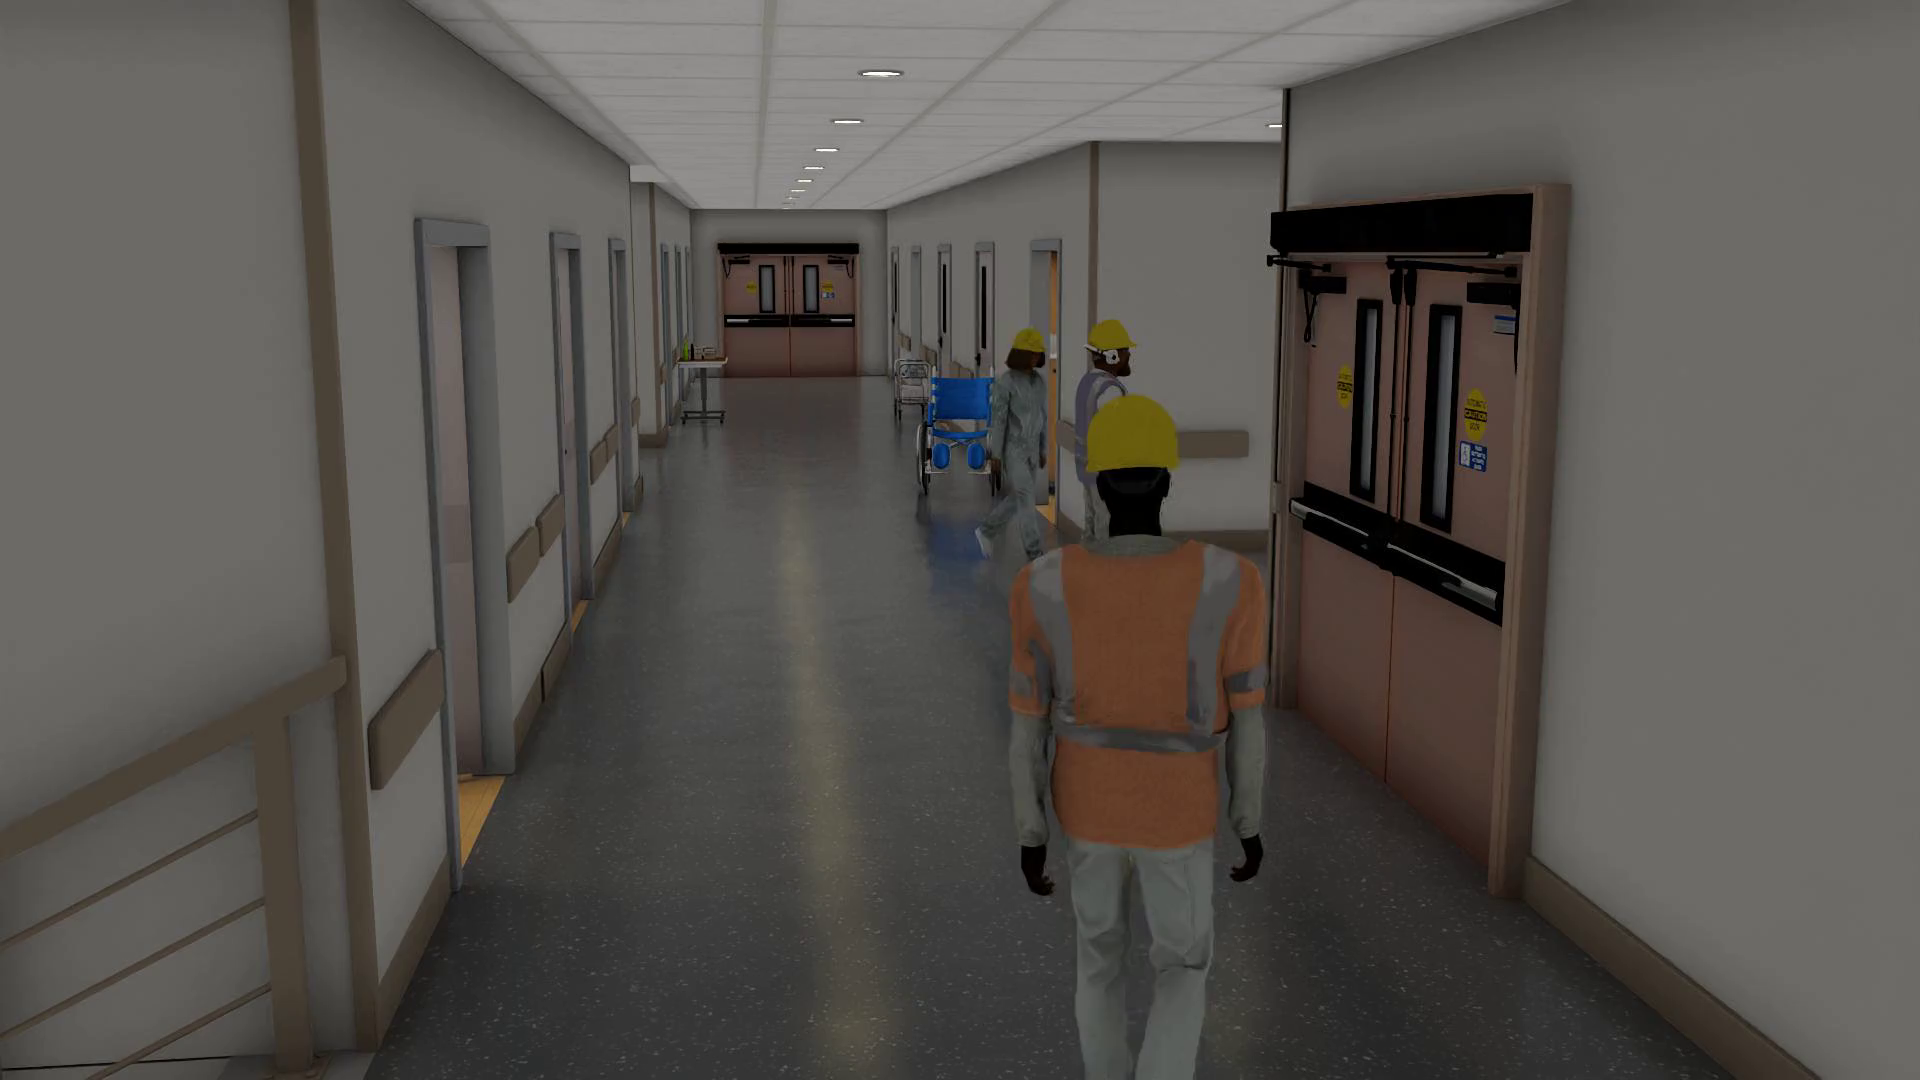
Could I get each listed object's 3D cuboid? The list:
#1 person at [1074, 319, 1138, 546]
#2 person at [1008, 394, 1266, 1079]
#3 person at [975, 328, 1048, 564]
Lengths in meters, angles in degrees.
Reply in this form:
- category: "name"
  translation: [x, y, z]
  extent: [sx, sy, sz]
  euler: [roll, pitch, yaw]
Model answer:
- category: "person"
  translation: [0.887, -0.385, 9.870]
  extent: [0.404, 1.837, 0.590]
  euler: [-2, 10, -12]
- category: "person"
  translation: [0.397, 0.621, 3.825]
  extent: [0.599, 1.904, 0.746]
  euler: [2, 10, 12]
- category: "person"
  translation: [0.384, -0.652, 11.785]
  extent: [0.800, 1.711, 0.488]
  euler: [9, 13, 42]
